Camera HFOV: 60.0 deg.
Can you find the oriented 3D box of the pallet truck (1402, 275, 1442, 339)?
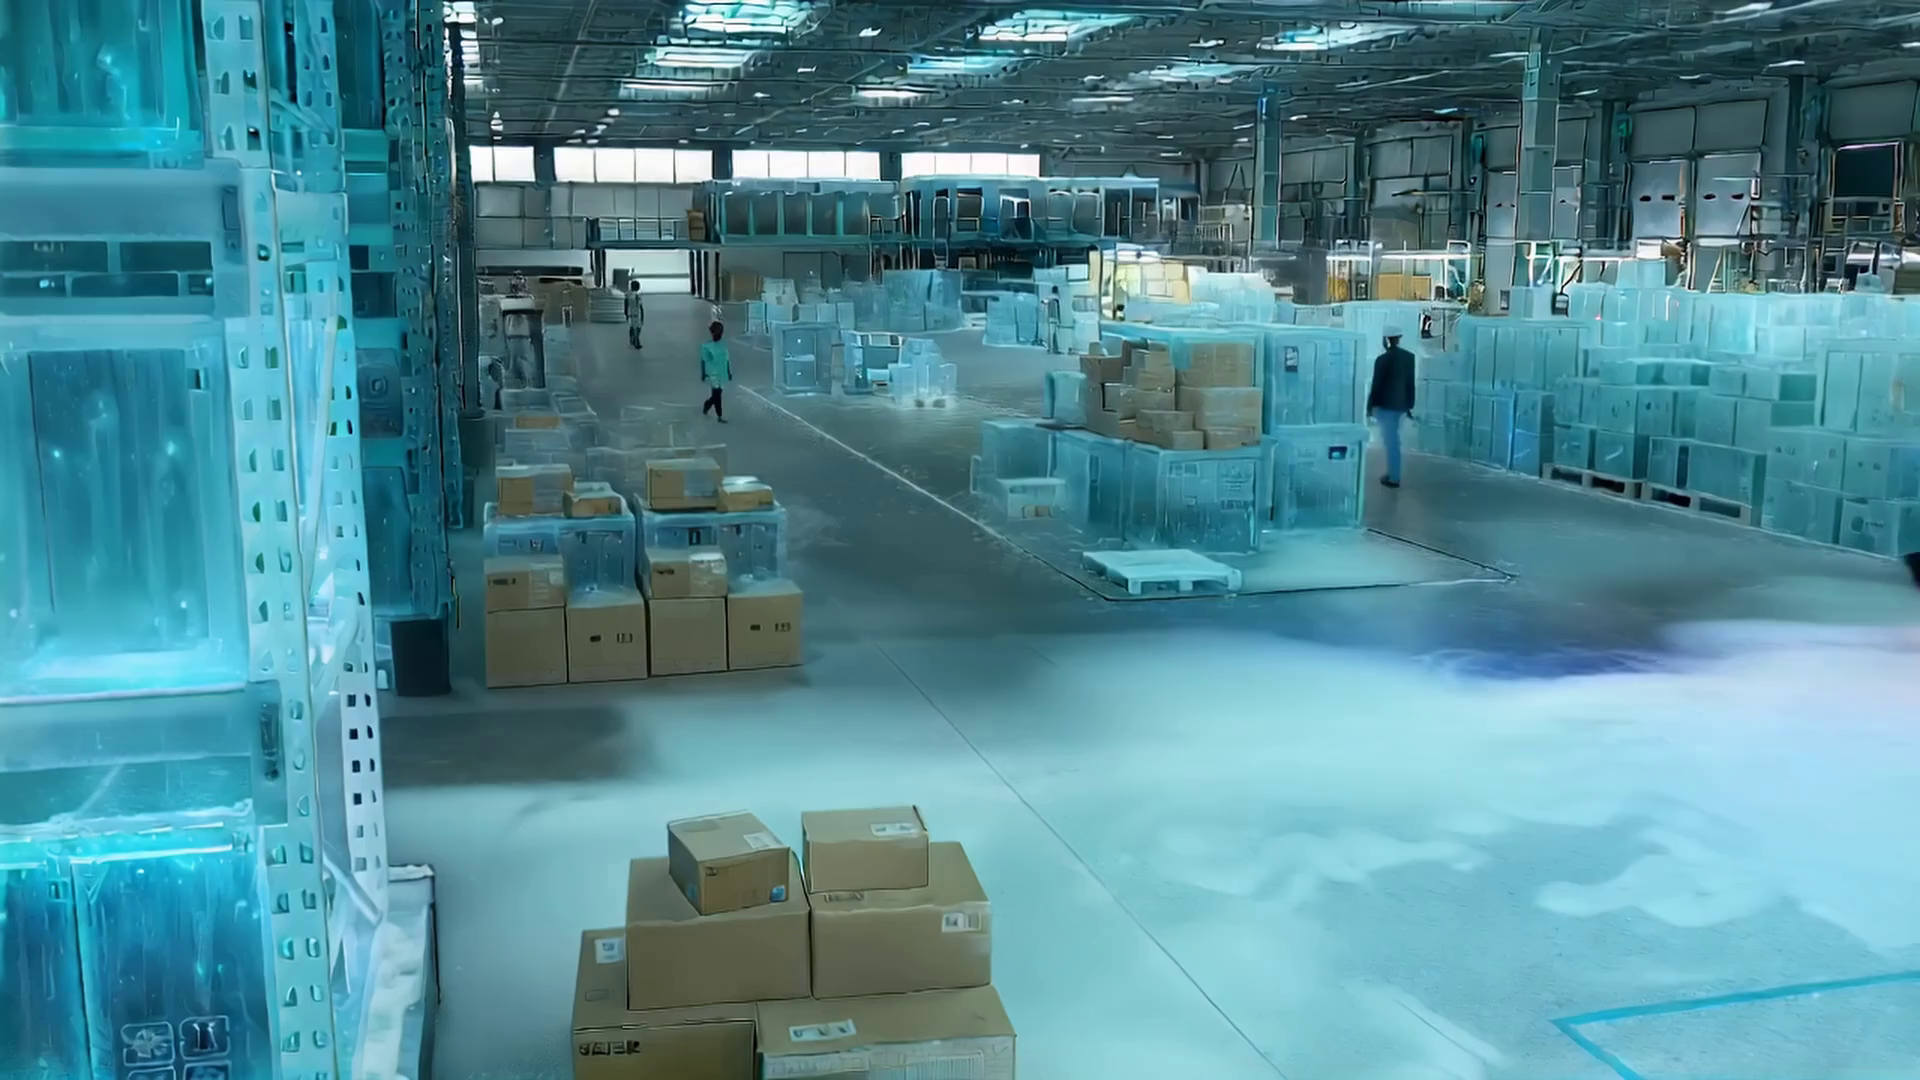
[{"bbox_3d":[14.620,-7.324,52.145,0.823,1.965,1.885,8,13,40],"label":"pallet truck"}]

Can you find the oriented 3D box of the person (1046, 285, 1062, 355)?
[{"bbox_3d":[2.485,-5.831,44.096,0.320,1.858,0.522,-9,14,-42],"label":"person"}]

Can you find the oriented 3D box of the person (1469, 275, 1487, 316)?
[{"bbox_3d":[17.861,-8.200,57.440,0.582,1.889,0.955,1,10,8],"label":"person"}]

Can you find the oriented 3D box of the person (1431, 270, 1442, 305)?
[{"bbox_3d":[21.713,-11.376,75.605,0.534,1.827,0.993,-4,11,-20],"label":"person"}]

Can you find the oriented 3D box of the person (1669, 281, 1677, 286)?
[{"bbox_3d":[21.672,-6.986,50.724,0.629,1.820,0.564,4,11,19],"label":"person"}]

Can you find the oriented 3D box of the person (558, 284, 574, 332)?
[{"bbox_3d":[-13.225,-7.783,55.813,0.531,1.618,0.423,-3,10,-15],"label":"person"}]

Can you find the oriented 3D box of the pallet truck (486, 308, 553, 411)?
[{"bbox_3d":[-6.242,-2.418,24.362,0.823,1.965,1.885,1,10,3],"label":"pallet truck"}]

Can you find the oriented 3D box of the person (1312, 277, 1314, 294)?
[{"bbox_3d":[15.270,-10.690,71.511,1.016,1.889,0.627,-8,13,-38],"label":"person"}]

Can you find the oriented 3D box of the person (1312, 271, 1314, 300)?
[{"bbox_3d":[17.708,-12.741,83.086,0.390,1.911,0.584,-7,12,-36],"label":"person"}]

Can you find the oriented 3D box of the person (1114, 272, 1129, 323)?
[{"bbox_3d":[5.596,-8.372,57.957,0.548,2.000,0.725,-3,11,-17],"label":"person"}]

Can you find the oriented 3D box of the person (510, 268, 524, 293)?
[{"bbox_3d":[-18.600,-10.434,69.918,0.620,1.935,1.008,0,10,1],"label":"person"}]

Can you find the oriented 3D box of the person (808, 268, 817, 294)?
[{"bbox_3d":[-6.540,-11.024,73.263,0.353,1.939,0.544,-9,13,-41],"label":"person"}]

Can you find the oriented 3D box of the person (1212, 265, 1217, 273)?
[{"bbox_3d":[14.518,-14.862,95.327,0.632,1.824,0.637,10,14,43],"label":"person"}]

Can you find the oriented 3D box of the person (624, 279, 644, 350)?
[{"bbox_3d":[-9.044,-6.264,46.245,0.625,1.954,0.451,4,11,22],"label":"person"}]

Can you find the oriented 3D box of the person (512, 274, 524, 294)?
[{"bbox_3d":[-18.242,-10.118,68.715,0.494,1.728,0.601,-4,11,-21],"label":"person"}]

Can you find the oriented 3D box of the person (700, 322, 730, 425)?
[{"bbox_3d":[-4.016,-2.721,27.046,0.821,1.663,0.530,9,13,41],"label":"person"}]

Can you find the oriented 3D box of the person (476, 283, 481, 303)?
[{"bbox_3d":[-18.578,-9.186,63.245,0.626,1.792,0.872,-5,11,-27],"label":"person"}]

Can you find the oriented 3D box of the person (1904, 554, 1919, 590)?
[{"bbox_3d":[8.143,-0.433,13.402,0.544,1.905,0.842,-9,13,-41],"label":"person"}]

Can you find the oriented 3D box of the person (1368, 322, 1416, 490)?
[{"bbox_3d":[5.092,-1.597,19.752,0.635,1.977,0.606,-6,12,-31],"label":"person"}]

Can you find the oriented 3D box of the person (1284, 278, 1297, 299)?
[{"bbox_3d":[11.312,-8.052,56.734,0.611,1.854,0.909,-6,12,-31],"label":"person"}]

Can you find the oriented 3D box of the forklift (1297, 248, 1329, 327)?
[{"bbox_3d":[8.139,-5.358,38.512,1.873,2.768,1.129,-3,10,-15],"label":"forklift"}]

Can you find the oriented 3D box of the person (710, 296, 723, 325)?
[{"bbox_3d":[-6.050,-5.236,41.365,0.314,1.629,0.509,-1,10,-4],"label":"person"}]
